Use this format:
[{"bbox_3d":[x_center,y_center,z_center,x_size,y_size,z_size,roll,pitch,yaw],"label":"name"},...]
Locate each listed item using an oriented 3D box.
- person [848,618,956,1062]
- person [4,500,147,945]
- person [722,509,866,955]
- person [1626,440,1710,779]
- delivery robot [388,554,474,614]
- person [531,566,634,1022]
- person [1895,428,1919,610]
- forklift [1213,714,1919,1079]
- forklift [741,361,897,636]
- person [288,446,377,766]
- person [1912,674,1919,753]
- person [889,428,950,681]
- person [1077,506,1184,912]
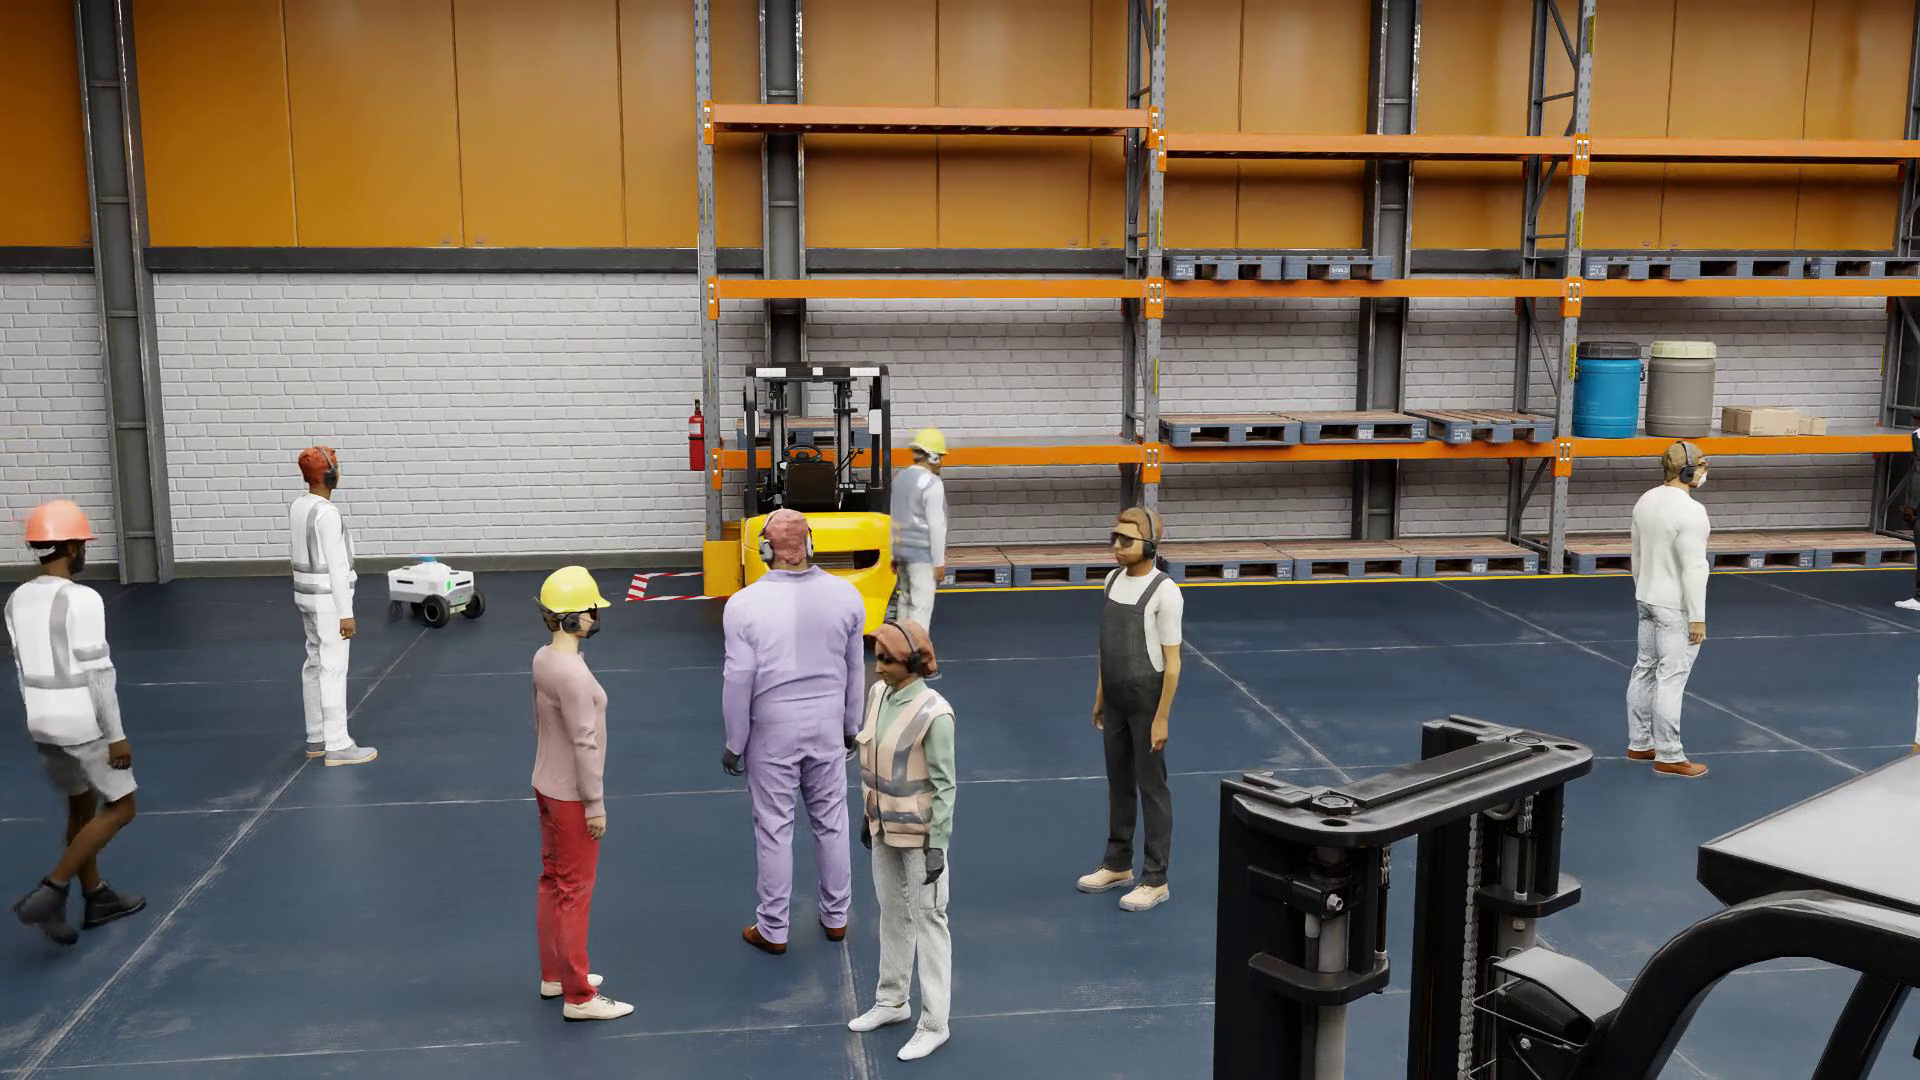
[{"bbox_3d":[-0.199,1.090,6.166,0.309,1.640,0.514,-7,11,-36],"label":"person"},{"bbox_3d":[-3.819,0.791,7.137,0.599,1.922,0.625,5,10,28],"label":"person"},{"bbox_3d":[-0.718,0.811,7.099,0.638,1.903,0.408,-5,10,-27],"label":"person"},{"bbox_3d":[4.095,0.393,9.586,0.371,1.940,0.627,-1,9,-8],"label":"person"},{"bbox_3d":[-4.392,0.360,13.803,0.707,0.478,0.477,4,10,26],"label":"delivery robot"},{"bbox_3d":[-1.497,0.977,6.477,0.315,1.770,0.524,-5,11,-30],"label":"person"},{"bbox_3d":[8.356,-0.344,14.247,0.591,1.917,0.379,-3,10,-21],"label":"person"},{"bbox_3d":[1.441,1.425,2.350,1.214,2.155,2.313,-7,12,-39],"label":"forklift"},{"bbox_3d":[-1.154,-0.340,13.365,1.214,2.155,2.313,-1,9,-7],"label":"forklift"},{"bbox_3d":[-3.729,0.384,9.808,0.345,1.882,0.584,-8,12,-42],"label":"person"},{"bbox_3d":[4.198,0.832,6.854,0.374,1.935,0.552,-5,11,-30],"label":"person"},{"bbox_3d":[-0.305,0.085,12.001,0.483,1.796,0.729,-5,11,-30],"label":"person"},{"bbox_3d":[0.791,0.758,7.599,0.345,1.847,0.508,-6,11,-35],"label":"person"}]
